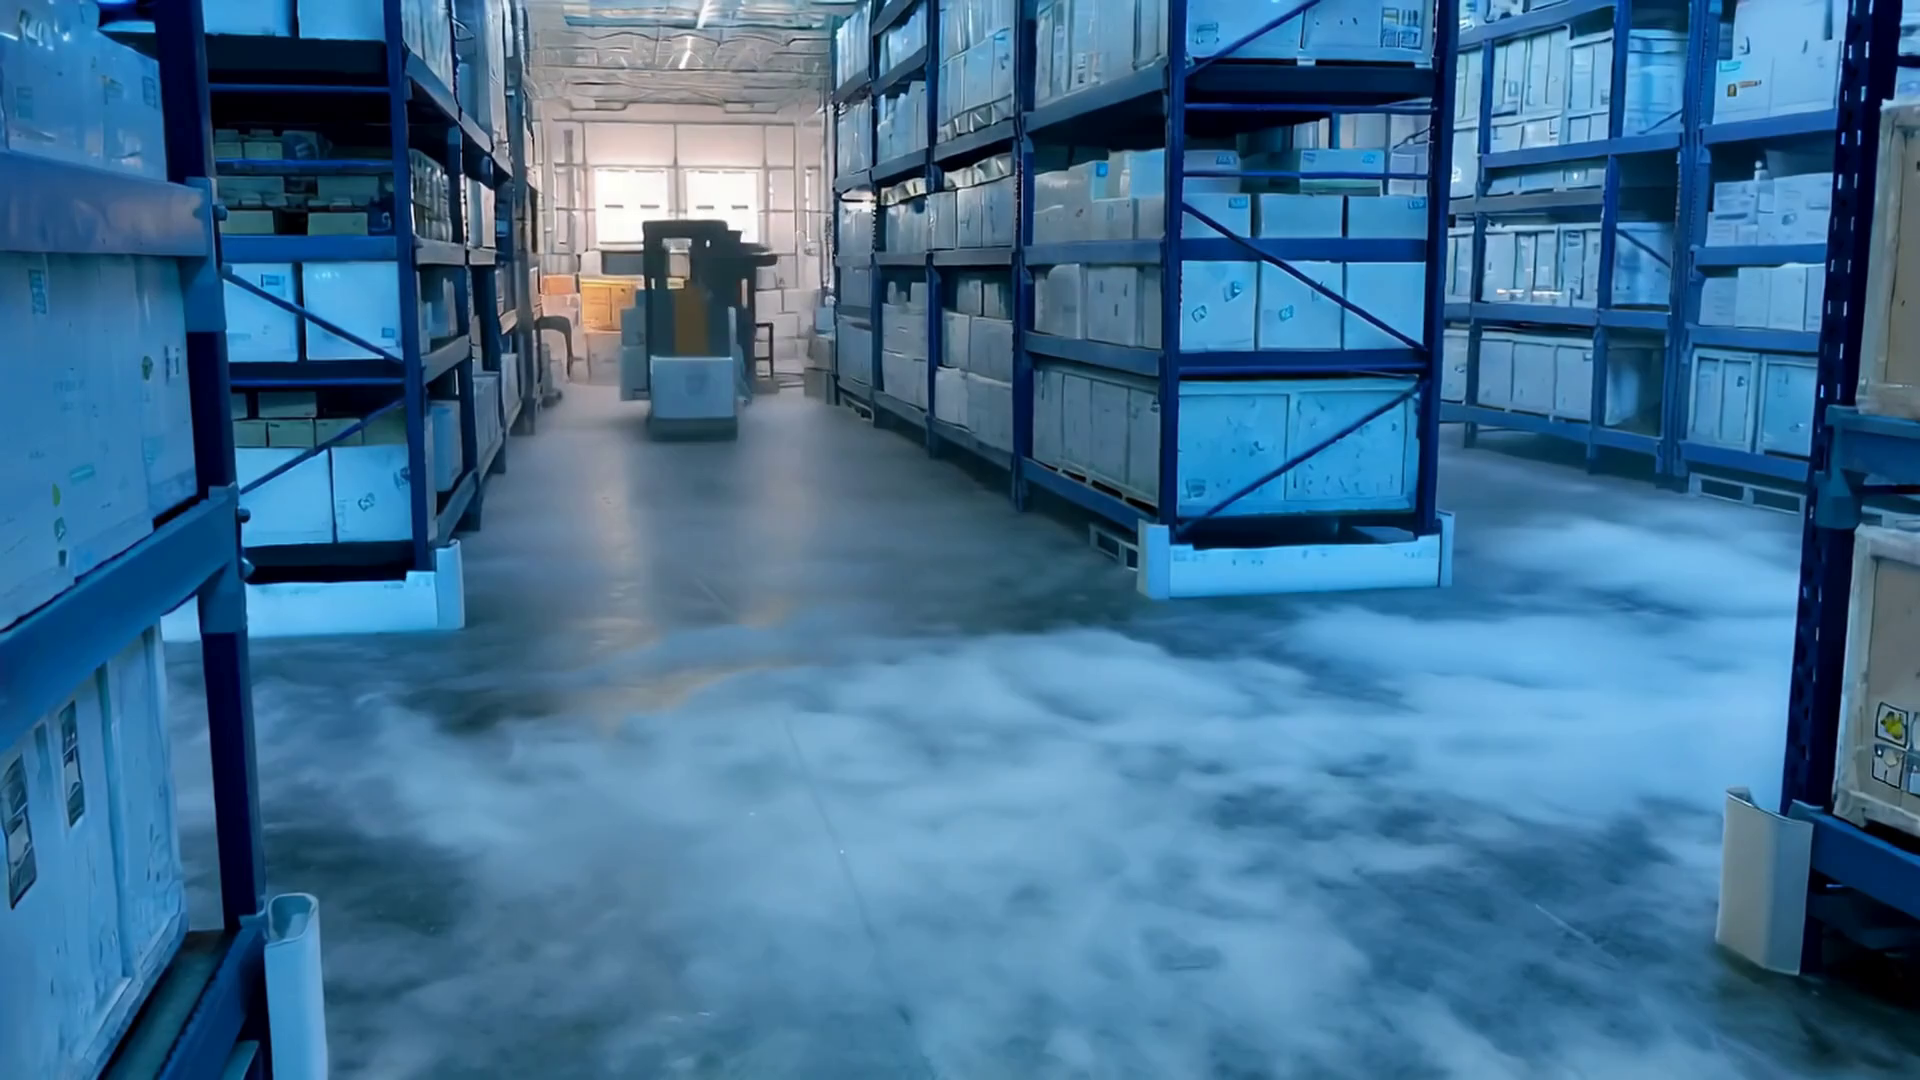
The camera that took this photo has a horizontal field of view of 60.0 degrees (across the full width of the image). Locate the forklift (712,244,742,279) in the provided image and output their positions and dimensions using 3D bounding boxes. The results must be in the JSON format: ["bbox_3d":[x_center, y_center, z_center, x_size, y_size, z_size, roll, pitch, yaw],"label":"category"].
[{"bbox_3d":[-6.149,-6.433,44.035,1.873,2.768,1.129,4,10,25],"label":"forklift"}]

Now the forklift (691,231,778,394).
[{"bbox_3d":[-4.143,-3.839,28.223,1.129,2.768,1.873,6,11,32],"label":"forklift"}]

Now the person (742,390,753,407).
[{"bbox_3d":[-3.594,-2.815,25.908,0.739,1.600,0.521,6,11,32],"label":"person"}]

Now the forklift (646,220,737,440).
[{"bbox_3d":[-3.534,-2.765,21.675,1.129,2.768,1.873,-2,10,-12],"label":"forklift"}]

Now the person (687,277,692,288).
[{"bbox_3d":[-8.137,-7.019,50.489,0.372,1.934,0.627,-8,12,-40],"label":"person"}]
